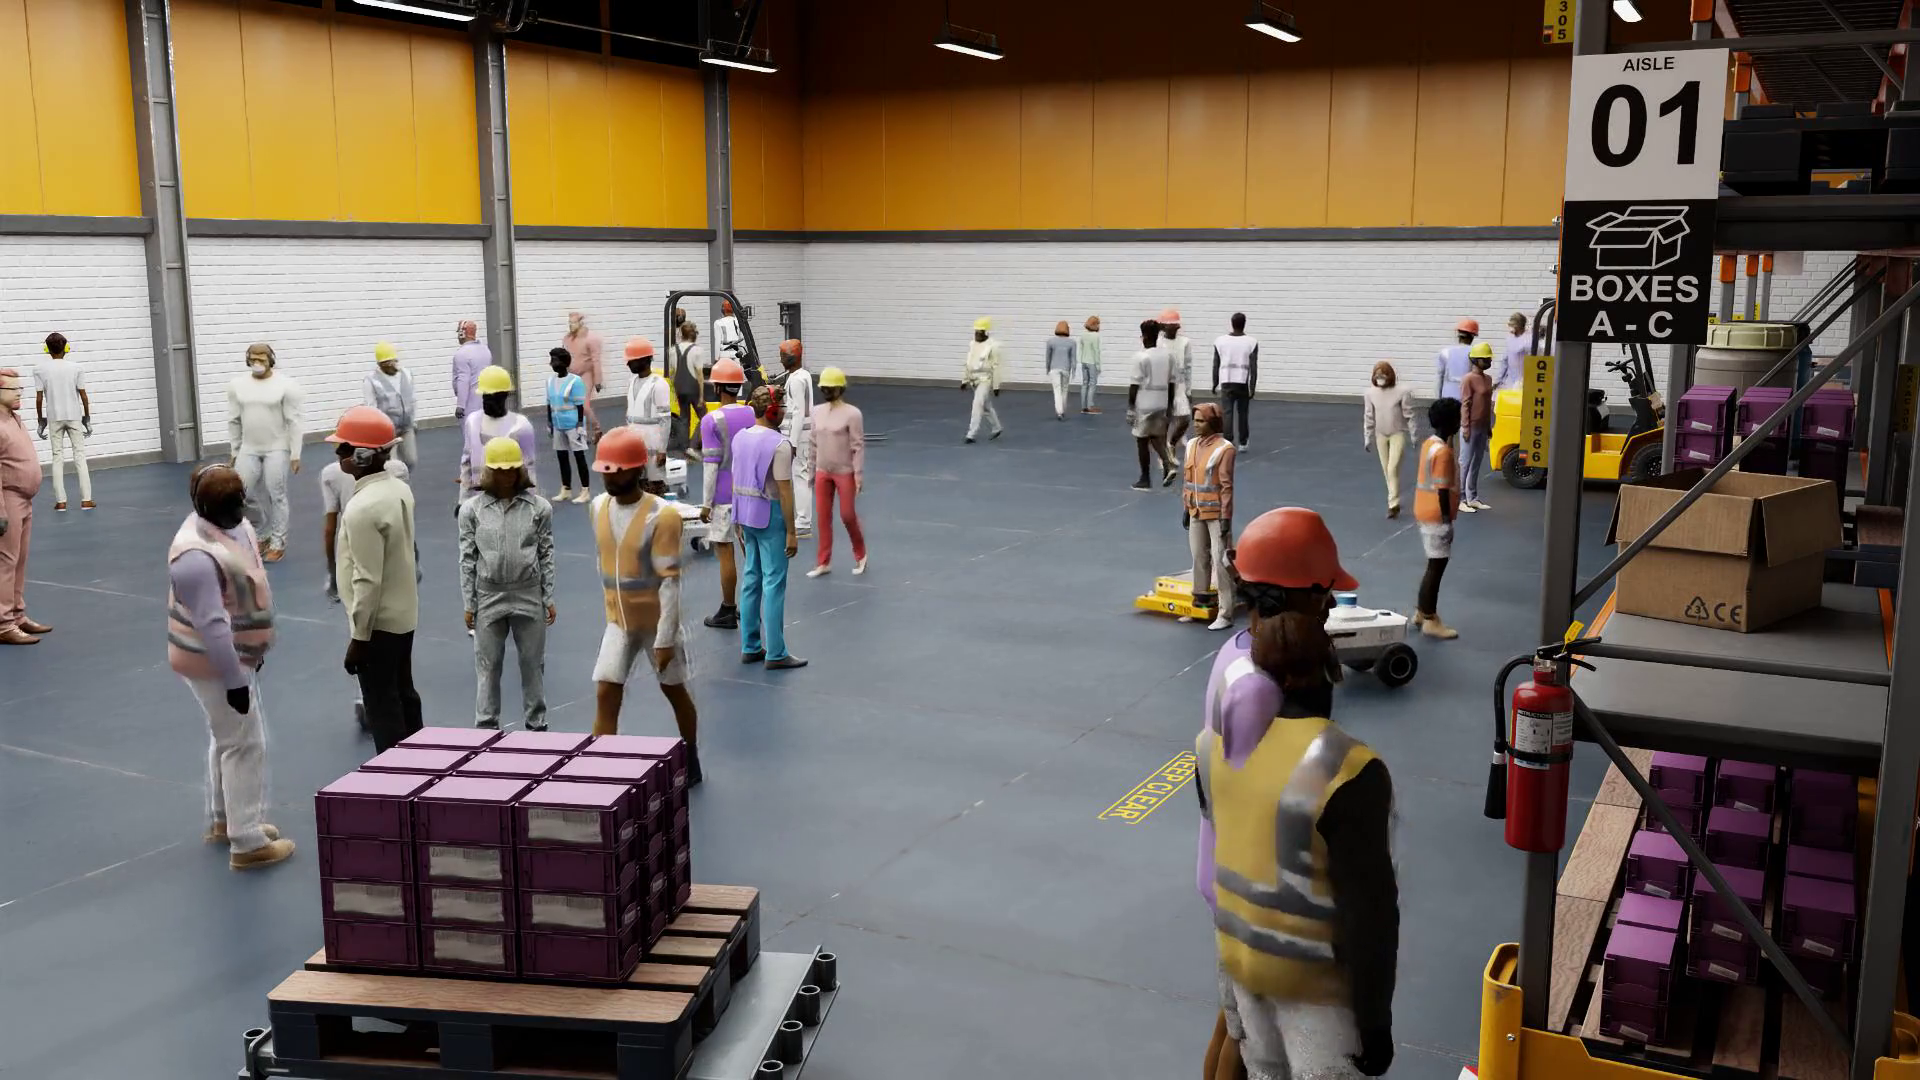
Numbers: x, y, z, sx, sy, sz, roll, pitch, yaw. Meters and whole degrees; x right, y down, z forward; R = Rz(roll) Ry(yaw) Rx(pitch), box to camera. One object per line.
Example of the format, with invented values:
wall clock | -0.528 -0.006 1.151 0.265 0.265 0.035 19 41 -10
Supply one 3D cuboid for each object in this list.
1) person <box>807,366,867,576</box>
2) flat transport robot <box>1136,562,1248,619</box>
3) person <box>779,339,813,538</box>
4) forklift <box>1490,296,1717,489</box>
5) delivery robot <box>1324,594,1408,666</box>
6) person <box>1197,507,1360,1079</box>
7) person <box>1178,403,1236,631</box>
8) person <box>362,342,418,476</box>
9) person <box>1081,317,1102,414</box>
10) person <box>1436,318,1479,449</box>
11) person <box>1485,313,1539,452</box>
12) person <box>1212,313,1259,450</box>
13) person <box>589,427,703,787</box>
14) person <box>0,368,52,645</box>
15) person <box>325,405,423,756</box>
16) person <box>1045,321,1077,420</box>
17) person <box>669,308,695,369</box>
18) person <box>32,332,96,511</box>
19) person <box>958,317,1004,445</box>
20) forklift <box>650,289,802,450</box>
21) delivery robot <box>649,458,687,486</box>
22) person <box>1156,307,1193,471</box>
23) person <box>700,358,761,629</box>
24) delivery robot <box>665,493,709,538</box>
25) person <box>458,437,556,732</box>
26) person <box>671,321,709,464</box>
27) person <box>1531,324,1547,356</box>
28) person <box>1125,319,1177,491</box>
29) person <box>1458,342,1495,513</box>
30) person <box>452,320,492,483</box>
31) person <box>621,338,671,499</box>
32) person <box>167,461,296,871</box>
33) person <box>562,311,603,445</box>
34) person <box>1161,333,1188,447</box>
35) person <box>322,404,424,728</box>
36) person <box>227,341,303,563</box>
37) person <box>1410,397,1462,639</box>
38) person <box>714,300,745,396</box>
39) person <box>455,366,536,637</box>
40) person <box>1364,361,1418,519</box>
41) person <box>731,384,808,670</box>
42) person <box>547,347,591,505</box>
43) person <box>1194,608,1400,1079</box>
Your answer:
person | -1.031 -0.567 13.862 0.536 1.777 0.414 6 11 30
flat transport robot | 2.032 0.360 12.765 0.652 0.197 1.431 9 13 41
person | -1.545 -0.955 15.705 0.355 1.887 0.574 0 10 0
forklift | 7.296 -1.677 18.993 2.313 2.155 1.214 5 11 27
delivery robot | 2.422 0.579 10.402 0.707 0.478 0.477 -3 10 -16
person | 0.822 0.921 4.390 0.388 2.041 0.615 1 10 8
person | 1.783 -0.172 11.928 0.317 1.630 0.511 -6 12 -32
person | -5.914 -1.174 17.272 0.627 1.787 0.638 8 13 39
person | 2.206 -2.933 27.929 0.302 1.622 0.546 -5 11 -27
person | 6.001 -1.696 19.957 0.572 1.897 0.698 5 11 28
person | 7.348 -2.074 22.169 0.990 1.890 0.639 -1 10 -5
person | 3.709 -2.111 22.424 0.616 1.875 0.948 2 10 13
person | -1.568 0.389 7.954 0.557 1.868 1.039 5 11 27
person | -6.557 -0.238 11.502 0.402 1.904 0.651 -3 10 -15
person | -2.689 0.375 7.687 0.375 1.997 0.609 0 10 -2
person | 1.635 -2.742 26.902 0.498 1.598 0.838 0 10 -2
person | -4.341 -2.668 25.755 0.429 1.843 0.630 -6 12 -33
person | -9.357 -1.230 17.372 0.514 1.864 0.329 -5 11 -25
person | 0.333 -2.255 23.495 0.902 1.798 0.583 -7 12 -35
forklift | -3.358 -2.392 23.136 2.313 2.155 1.214 -1 10 -5
delivery robot | -3.291 -0.738 18.026 0.477 0.478 0.707 6 11 30
person | 2.597 -1.839 20.429 0.636 2.019 0.429 -3 10 -19
person | -1.649 -0.329 11.937 0.357 1.938 0.542 9 13 41
delivery robot | -2.562 -0.173 14.755 0.707 0.478 0.477 -4 11 -23
person | -2.359 0.325 8.716 0.491 1.742 0.300 -4 10 -21
person | -3.425 -1.863 21.129 0.515 1.835 0.397 4 11 23
person | 8.657 -2.442 25.070 0.612 1.622 0.524 -4 11 -21
person | 2.147 -1.507 18.720 0.610 1.954 0.452 -7 12 -36
person | 5.383 -1.173 17.321 0.522 1.768 0.312 -9 14 -44
person | -5.734 -1.617 19.483 0.403 1.906 0.652 2 10 13
person | -2.852 -0.860 15.031 0.552 1.927 0.371 9 13 43
person | -3.203 0.537 7.312 0.484 1.805 0.660 -3 10 -16
person | -5.279 -2.224 23.052 0.662 1.892 0.416 7 12 35
person | 2.916 -2.069 22.933 0.531 1.613 0.554 3 10 18
person | -3.402 0.142 9.565 0.506 1.824 0.928 0 10 0
person | -6.015 -0.756 14.417 0.661 1.928 0.422 0 10 0
person | 3.346 -0.160 11.668 0.319 1.697 0.567 1 10 7
person | -3.928 -3.125 28.282 0.578 1.883 0.353 -8 12 -38
person | -3.289 -0.310 11.937 0.605 1.899 0.863 6 11 30
person | 4.336 -1.016 16.882 0.551 1.591 0.672 9 13 42
person | -1.268 -0.082 10.766 0.372 1.843 0.570 -9 13 -42
person | -4.211 -1.222 17.832 0.537 1.686 0.327 6 12 32
person | 0.896 1.092 4.123 0.430 1.805 0.812 -5 11 -25
